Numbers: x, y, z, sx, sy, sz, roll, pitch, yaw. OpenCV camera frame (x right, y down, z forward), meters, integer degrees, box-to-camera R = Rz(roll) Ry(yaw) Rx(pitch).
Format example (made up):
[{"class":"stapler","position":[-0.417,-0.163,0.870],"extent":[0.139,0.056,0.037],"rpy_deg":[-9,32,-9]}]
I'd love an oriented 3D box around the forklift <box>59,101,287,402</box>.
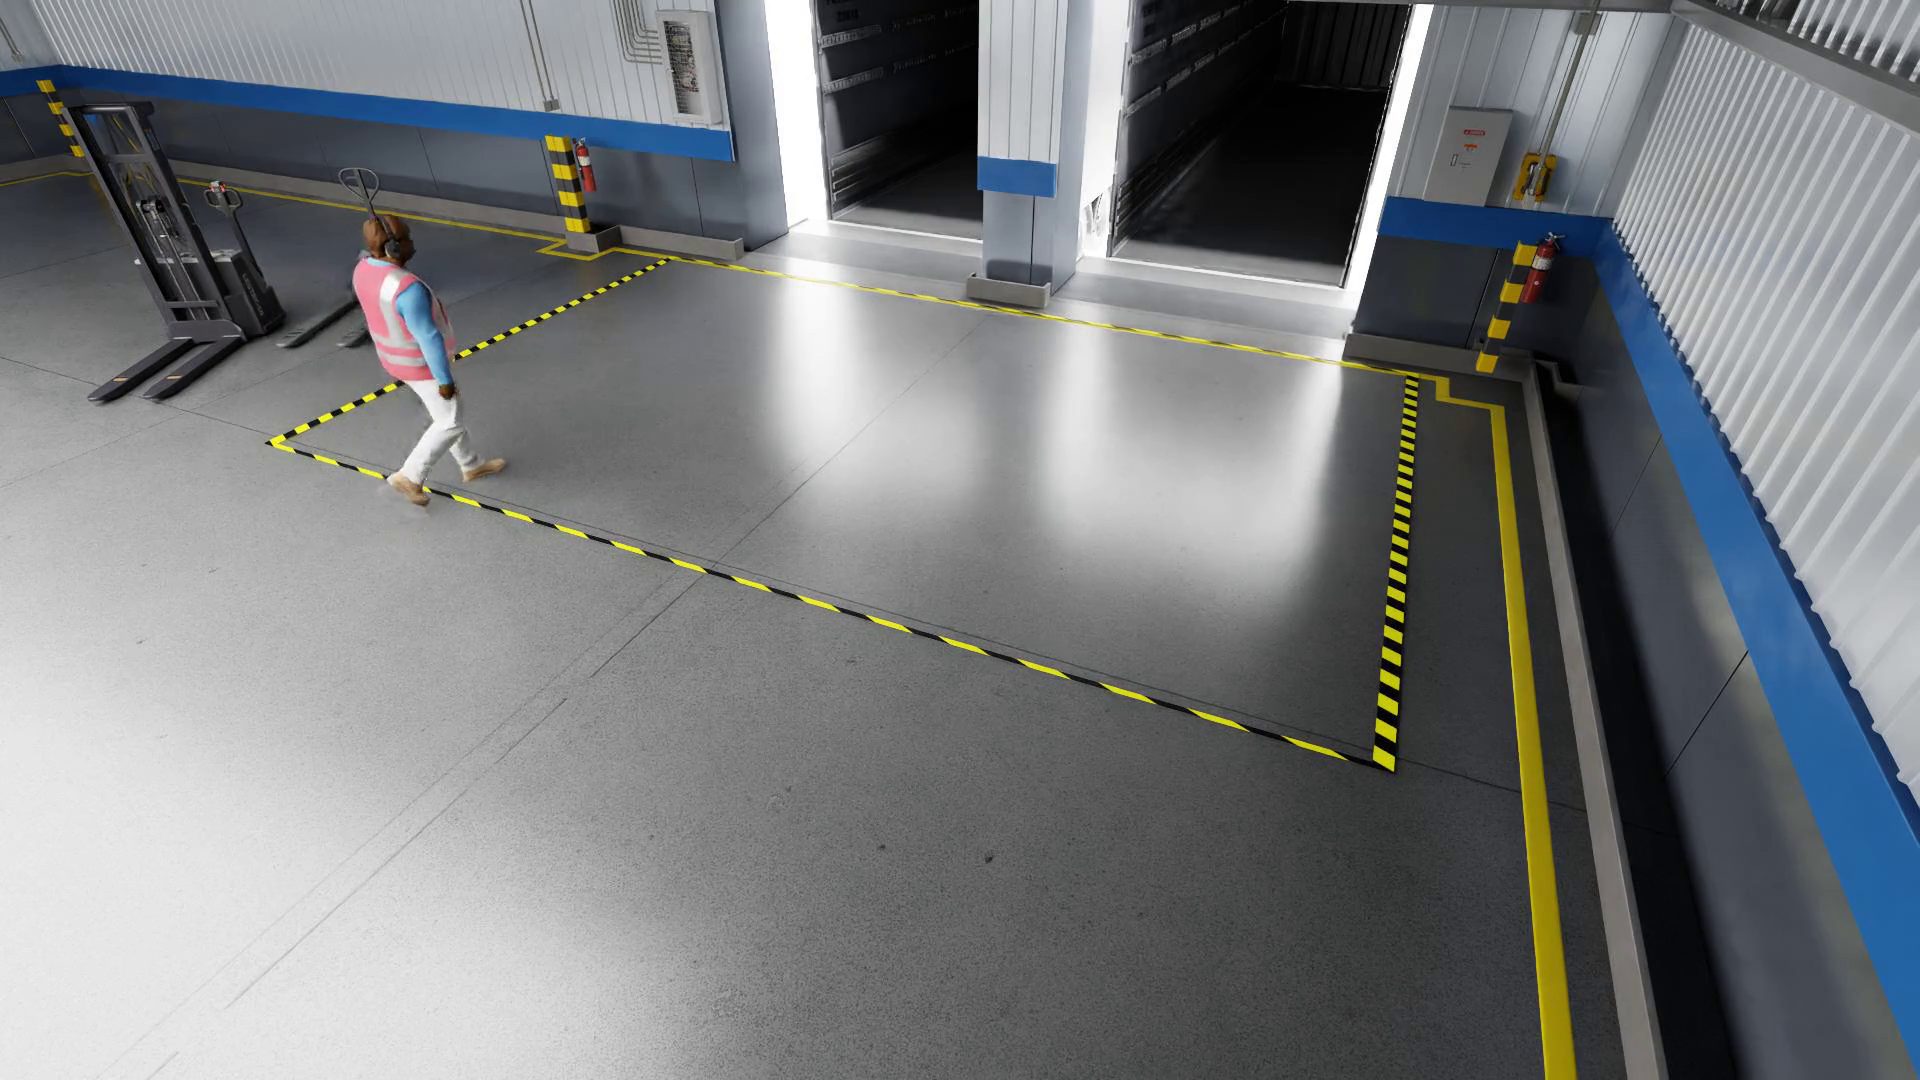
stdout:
[{"class":"forklift","position":[-6.686,-2.387,7.434],"extent":[0.823,1.965,1.885],"rpy_deg":[-3,35,-5]}]

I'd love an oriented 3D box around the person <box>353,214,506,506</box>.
[{"class":"person","position":[-3.411,-1.062,5.702],"extent":[0.636,1.818,0.787],"rpy_deg":[24,42,30]}]

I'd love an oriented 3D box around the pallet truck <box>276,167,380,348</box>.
[{"class":"pallet truck","position":[-5.732,-2.611,8.414],"extent":[0.680,1.201,1.601],"rpy_deg":[-1,35,-1]}]
